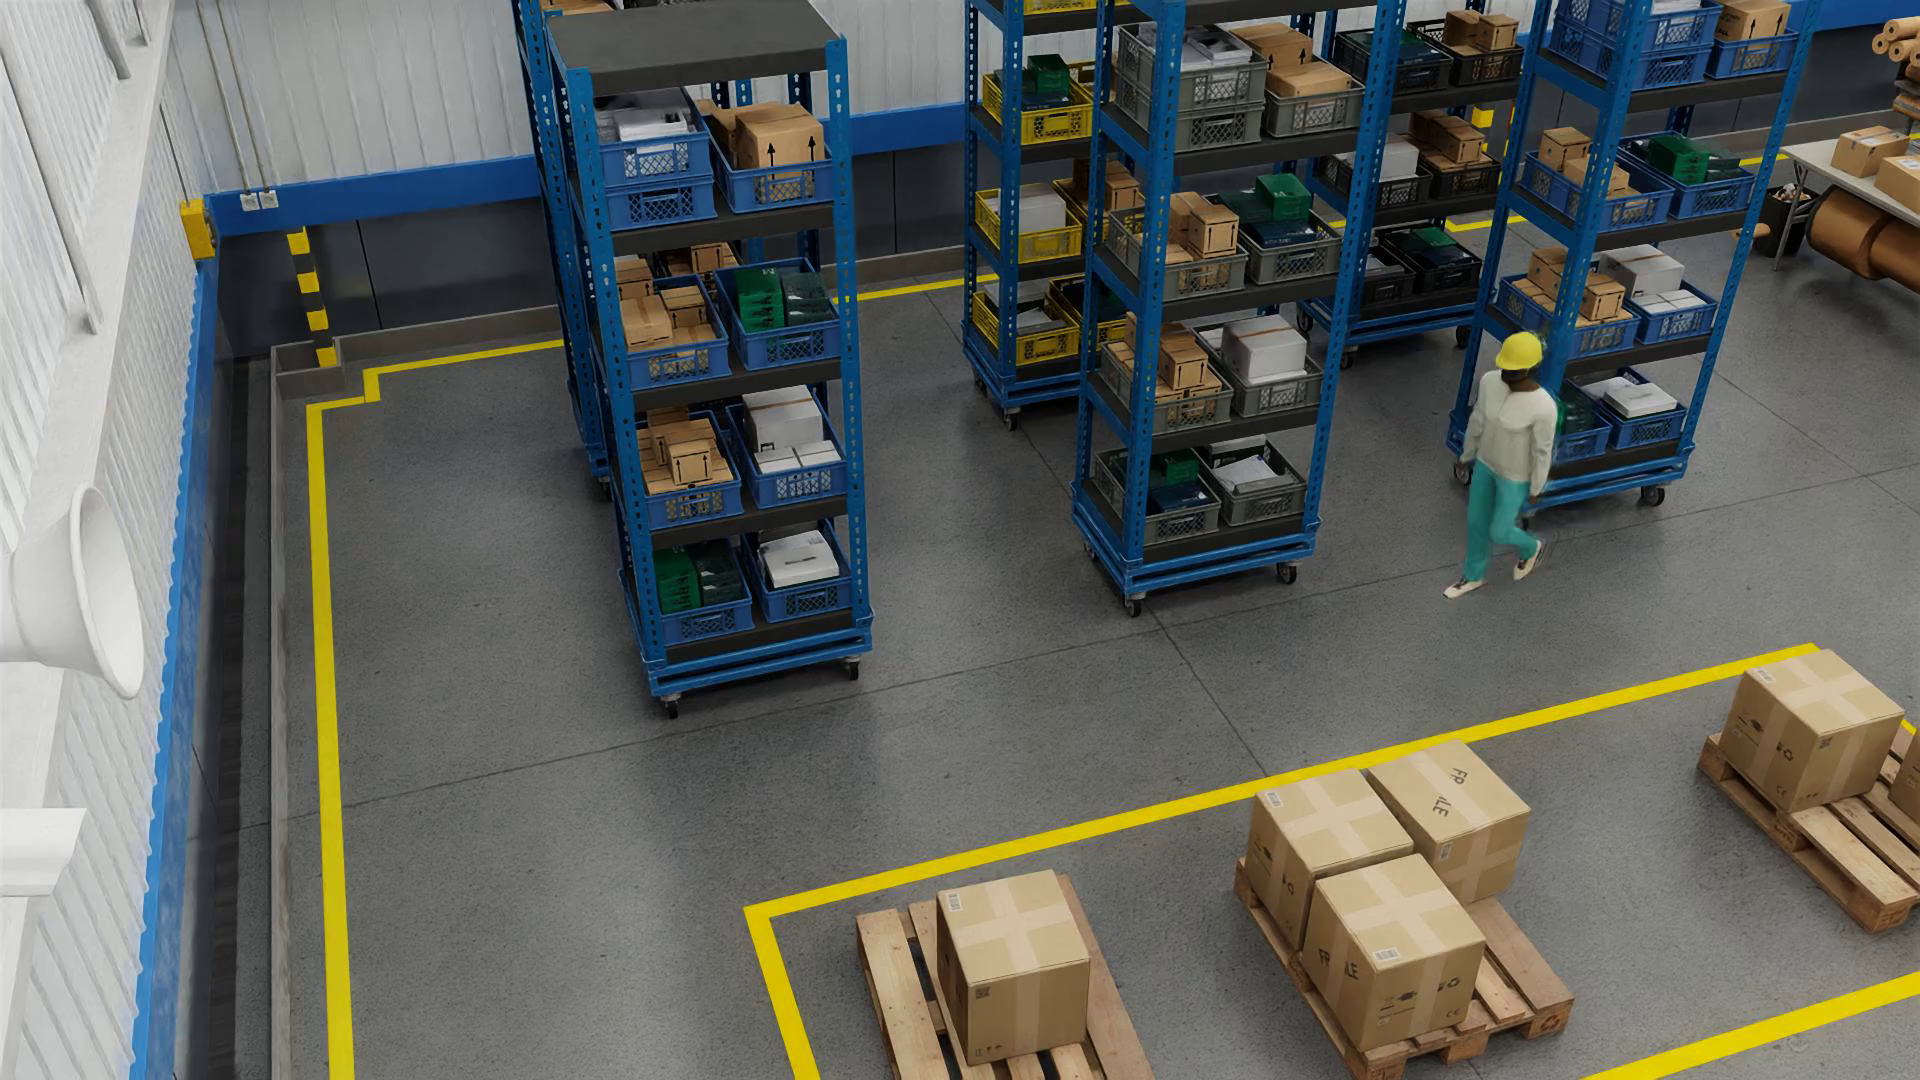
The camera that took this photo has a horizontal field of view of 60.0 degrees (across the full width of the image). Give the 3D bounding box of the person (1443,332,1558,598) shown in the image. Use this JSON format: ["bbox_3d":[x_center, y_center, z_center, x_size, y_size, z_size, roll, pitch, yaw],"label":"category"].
[{"bbox_3d":[3.095,-0.419,9.368,0.524,1.749,0.540,-19,39,-25],"label":"person"}]
